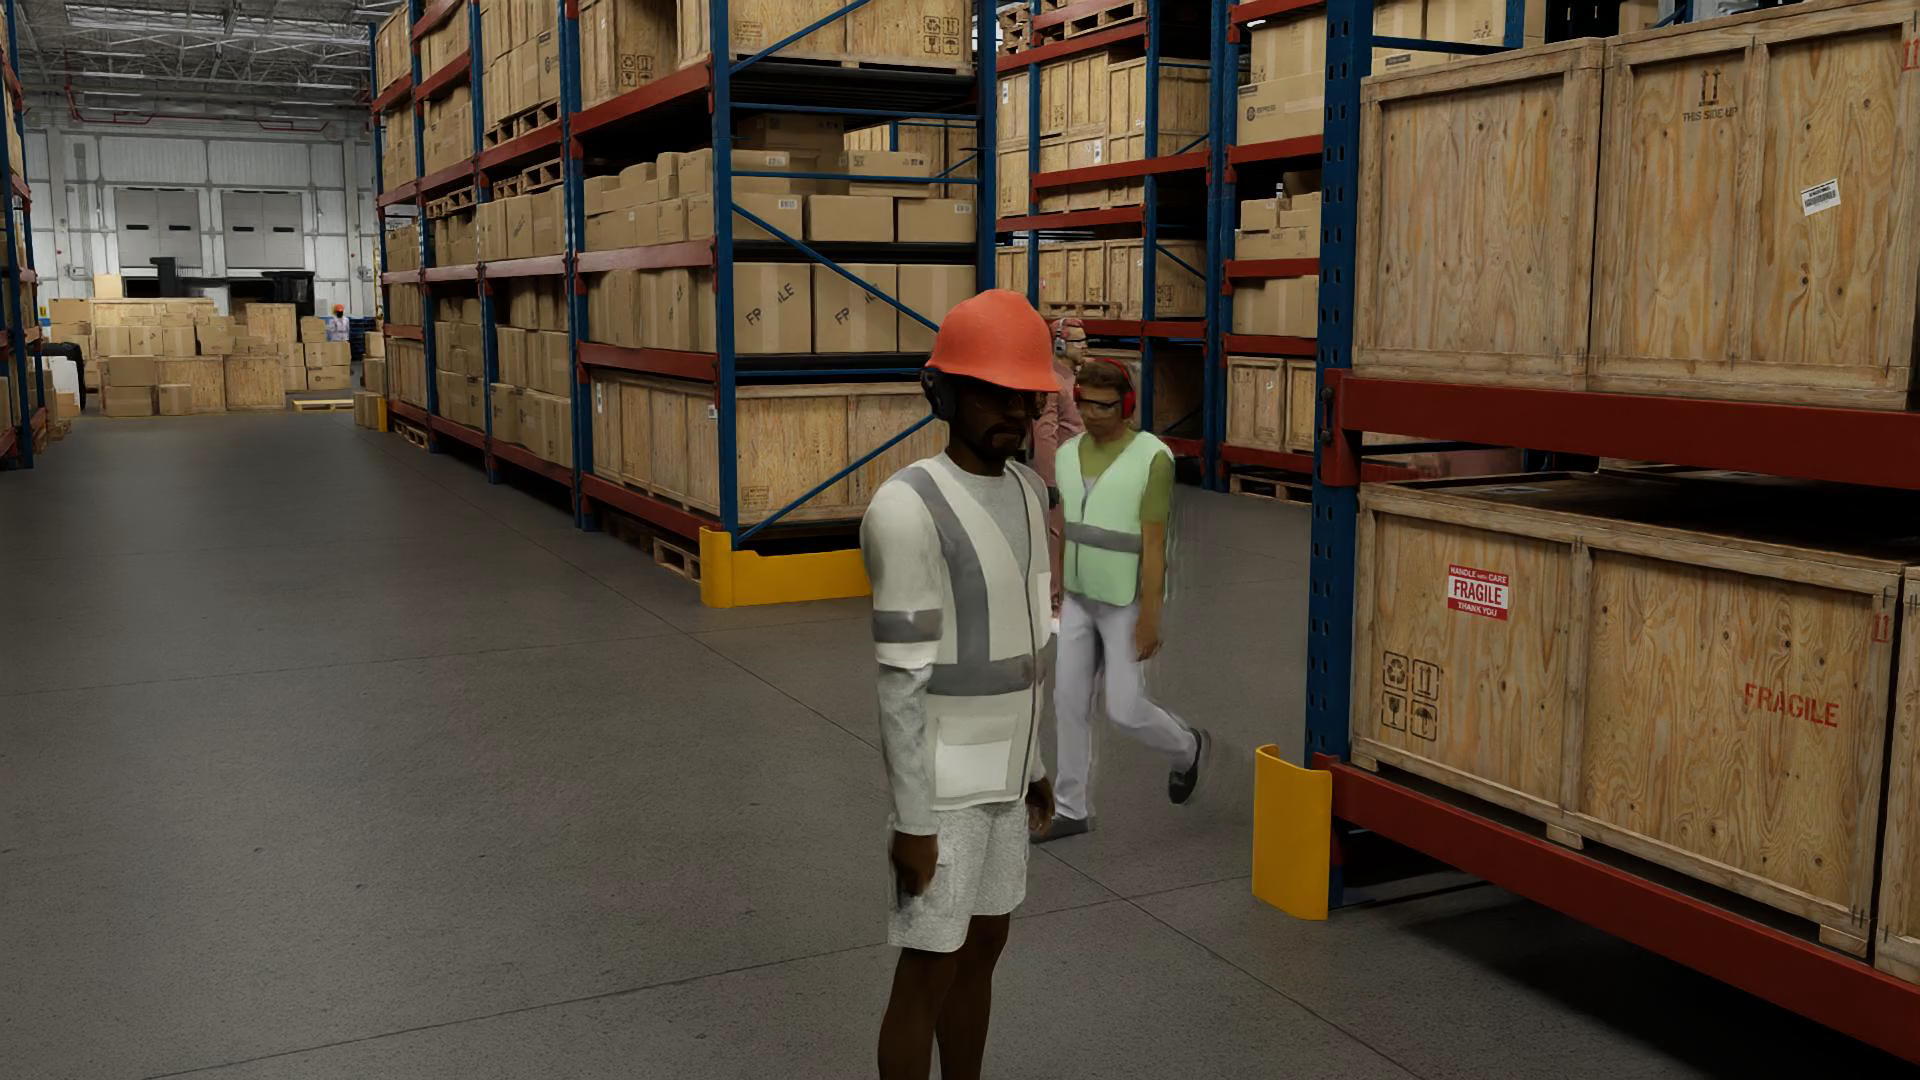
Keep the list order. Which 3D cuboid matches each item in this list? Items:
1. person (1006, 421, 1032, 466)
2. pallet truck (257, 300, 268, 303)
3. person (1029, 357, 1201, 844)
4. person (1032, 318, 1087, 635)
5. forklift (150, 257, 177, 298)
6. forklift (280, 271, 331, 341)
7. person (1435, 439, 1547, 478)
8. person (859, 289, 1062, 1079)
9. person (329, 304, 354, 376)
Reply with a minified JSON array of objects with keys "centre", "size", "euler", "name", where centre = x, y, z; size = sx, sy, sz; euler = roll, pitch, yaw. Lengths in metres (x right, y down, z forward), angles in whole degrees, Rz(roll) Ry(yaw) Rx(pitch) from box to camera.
[{"centre":[0.287,-0.387,10.866],"size":[0.423,1.674,0.562],"euler":[-3,9,-19],"name":"person"},{"centre":[-23.913,-7.404,58.171],"size":[1.885,1.965,0.823],"euler":[-1,8,-9],"name":"pallet truck"},{"centre":[0.607,0.227,6.182],"size":[0.667,1.815,0.597],"euler":[-7,11,-42],"name":"person"},{"centre":[0.645,-0.387,10.092],"size":[0.406,1.910,0.639],"euler":[3,9,20],"name":"person"},{"centre":[-15.439,-4.114,32.461],"size":[1.873,2.768,1.129],"euler":[-4,9,-26],"name":"forklift"},{"centre":[-19.063,-6.376,48.057],"size":[1.873,2.768,1.129],"euler":[6,10,37],"name":"forklift"},{"centre":[2.449,-0.031,7.696],"size":[0.712,1.889,0.655],"euler":[-4,9,-24],"name":"person"},{"centre":[0.043,0.497,3.547],"size":[0.394,2.040,0.609],"euler":[5,10,30],"name":"person"},{"centre":[-16.377,-5.281,43.935],"size":[0.574,1.888,0.991],"euler":[-8,11,-43],"name":"person"}]
